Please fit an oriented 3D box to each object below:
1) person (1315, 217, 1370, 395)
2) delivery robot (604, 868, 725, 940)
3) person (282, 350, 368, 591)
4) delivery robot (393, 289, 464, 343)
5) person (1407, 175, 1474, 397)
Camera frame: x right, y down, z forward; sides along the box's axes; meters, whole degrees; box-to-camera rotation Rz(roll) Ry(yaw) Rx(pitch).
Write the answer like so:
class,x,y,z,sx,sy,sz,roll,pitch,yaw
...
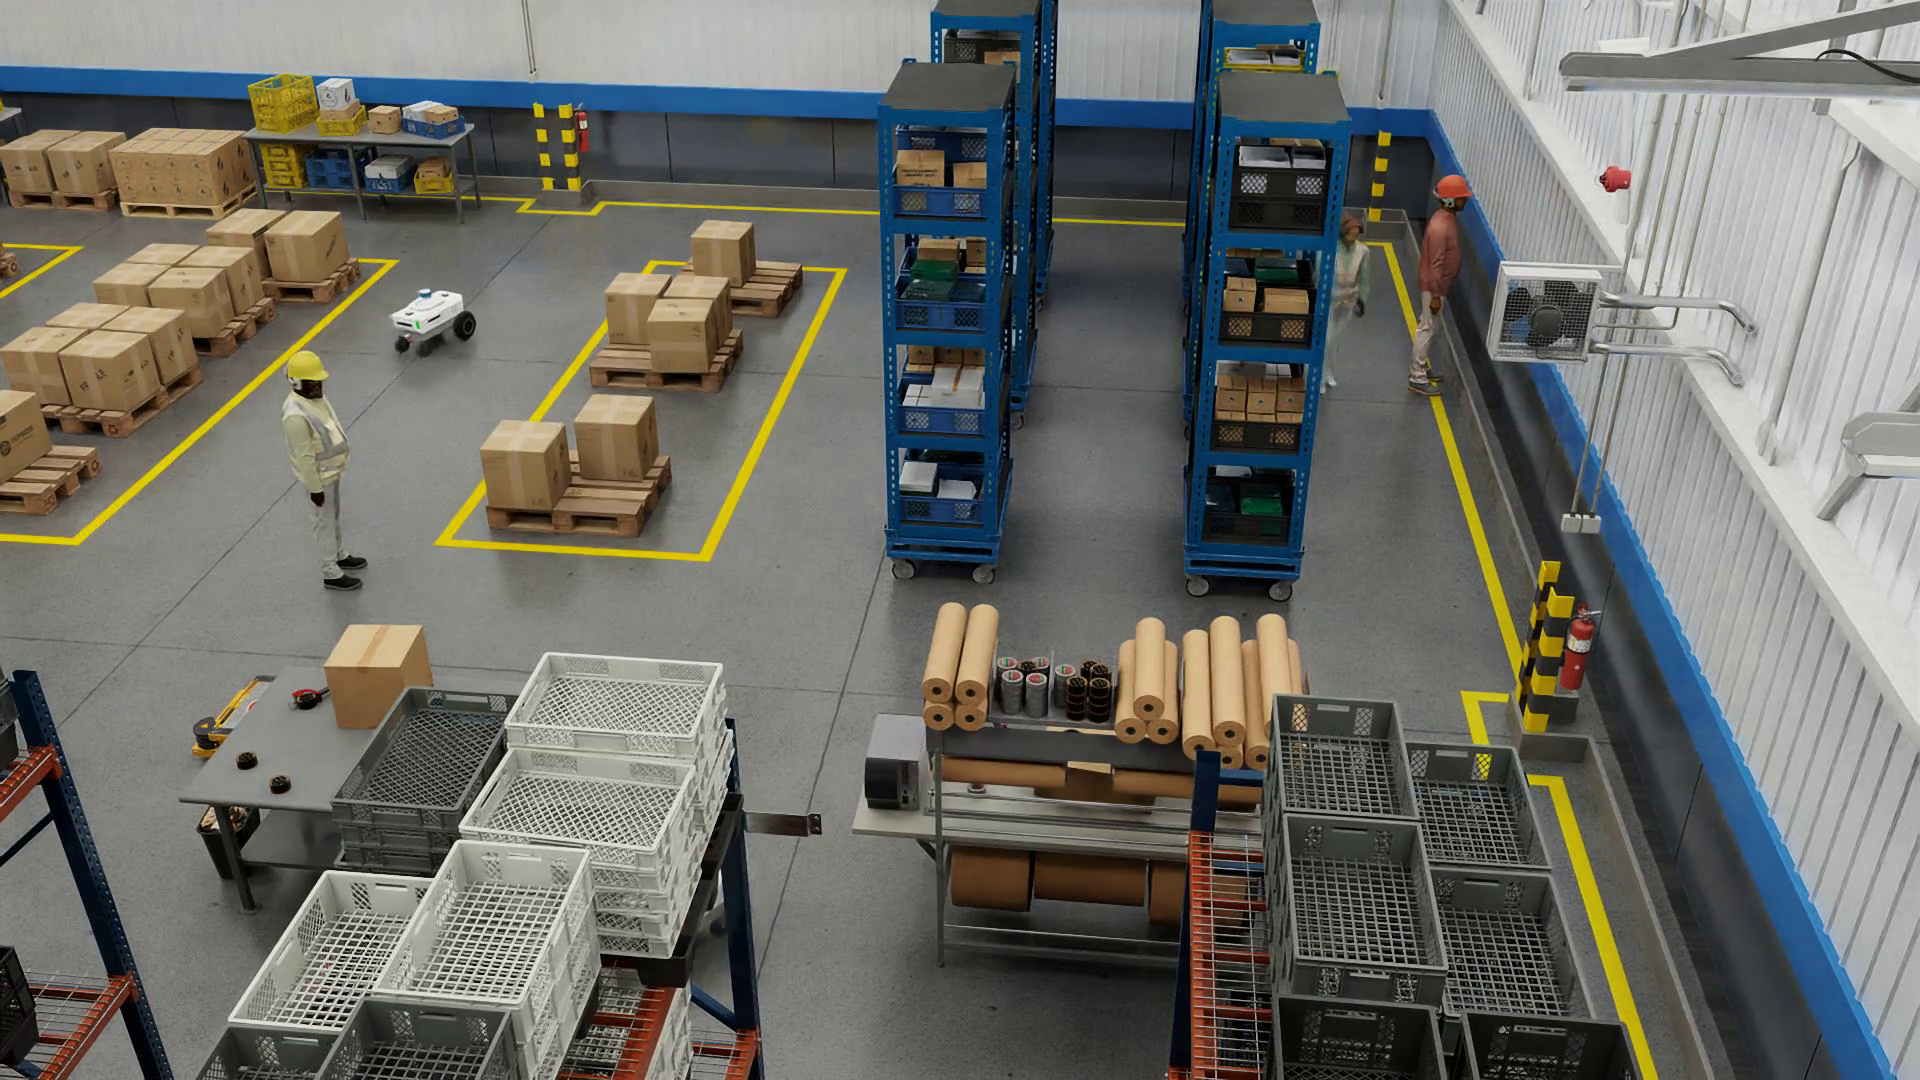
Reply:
class,x,y,z,sx,sy,sz,roll,pitch,yaw
person,3.404,-2.093,14.901,0.541,1.616,0.554,-7,31,-11
delivery robot,-1.588,1.971,8.890,0.477,0.478,0.707,22,37,32
person,-4.591,-0.515,11.992,0.403,1.828,0.594,-4,30,-6
delivery robot,-5.113,-2.173,16.009,0.477,0.478,0.707,13,33,21
person,4.274,-2.287,14.871,0.375,1.997,0.612,9,31,16
